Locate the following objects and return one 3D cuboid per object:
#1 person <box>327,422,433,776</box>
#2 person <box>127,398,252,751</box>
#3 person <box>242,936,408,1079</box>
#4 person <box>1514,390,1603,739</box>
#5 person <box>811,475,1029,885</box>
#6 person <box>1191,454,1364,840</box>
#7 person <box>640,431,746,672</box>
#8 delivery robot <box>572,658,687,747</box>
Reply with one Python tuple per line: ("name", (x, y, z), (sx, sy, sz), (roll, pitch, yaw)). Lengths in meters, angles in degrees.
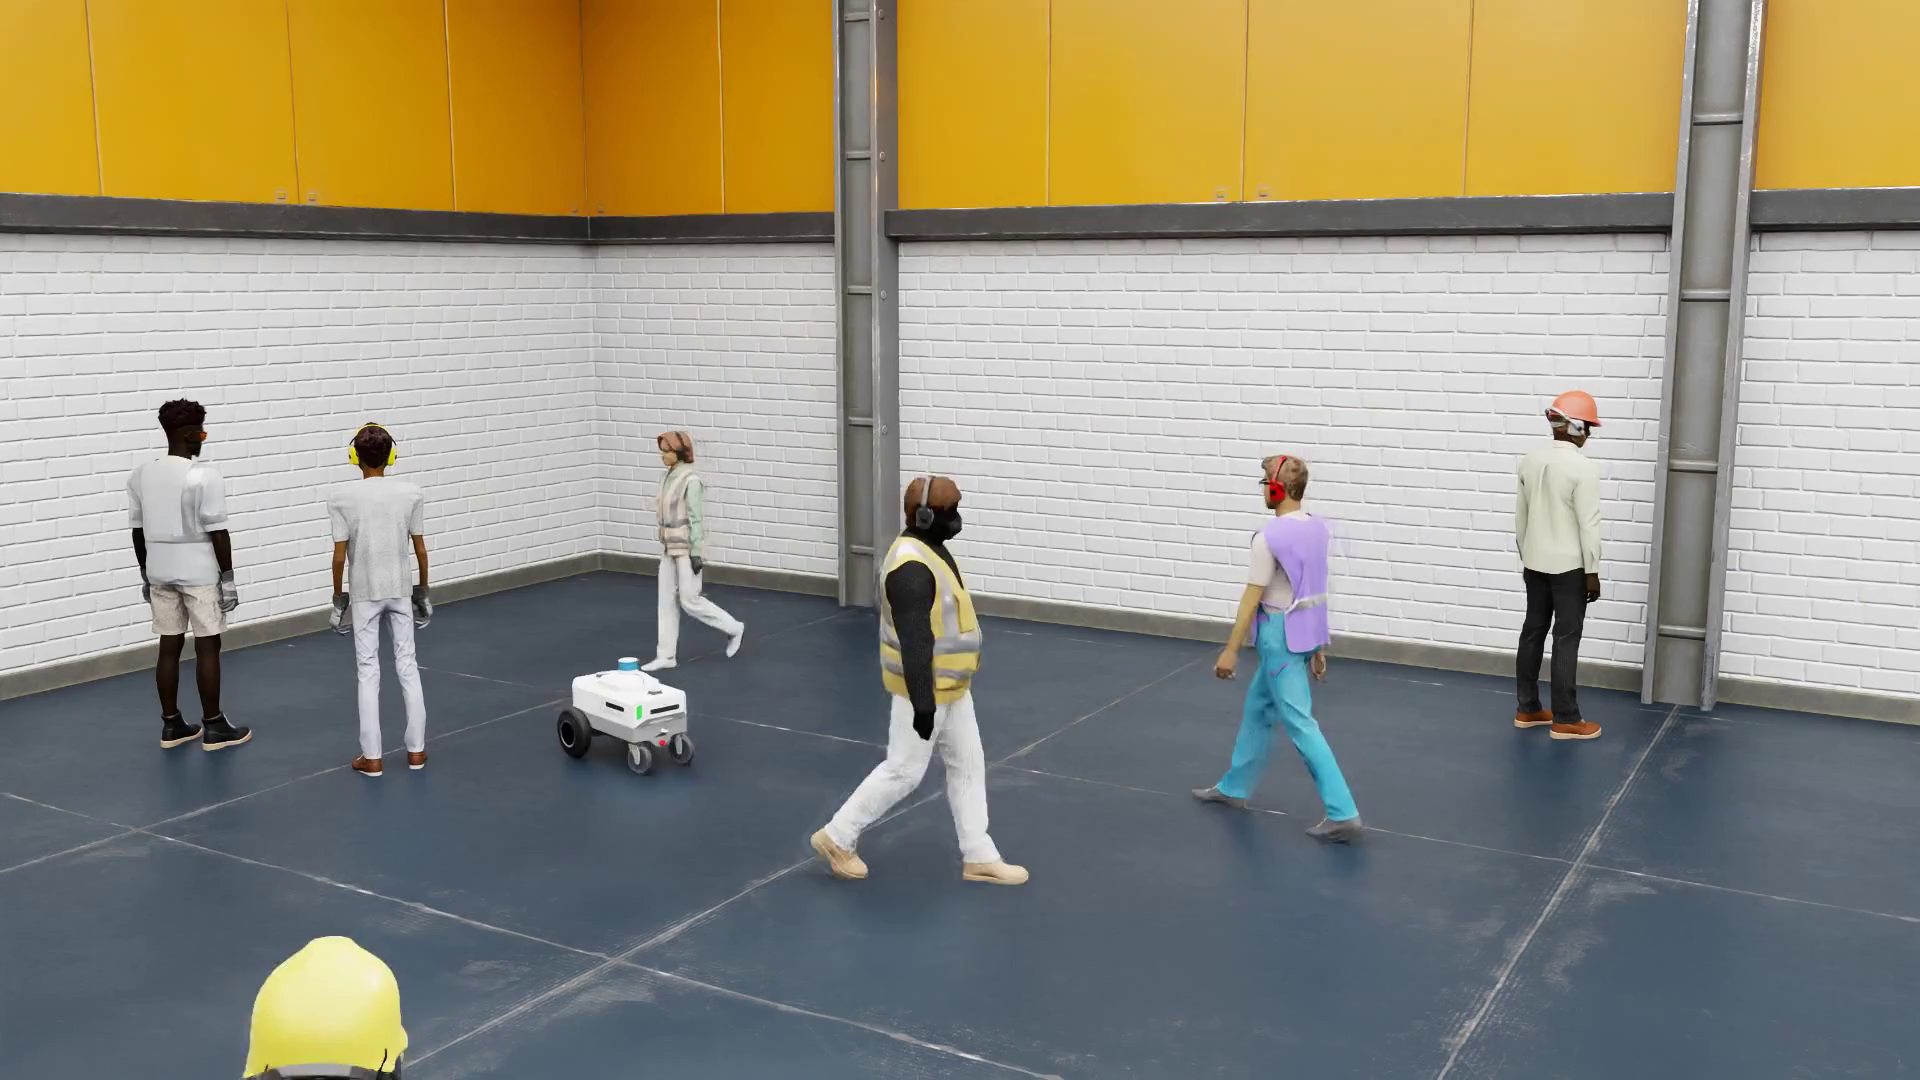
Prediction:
("person", (-3.068, 0.312, 8.807), (0.532, 1.871, 0.321), (-6, 11, -32))
("person", (-4.298, 0.191, 9.263), (0.613, 1.962, 0.365), (3, 9, 15))
("person", (-0.866, 1.401, 2.369), (0.556, 1.746, 0.580), (-2, 9, -10))
("person", (3.446, 0.138, 9.532), (0.394, 1.985, 0.611), (-4, 10, -23))
("person", (-0.193, 0.613, 7.141), (0.900, 1.808, 0.634), (2, 9, 11))
("person", (1.546, 0.492, 7.902), (0.961, 1.805, 0.567), (6, 11, 34))
("person", (-1.801, 0.068, 11.109), (0.653, 1.618, 0.527), (-6, 11, -34))
("delivery robot", (-1.798, 0.884, 9.038), (0.477, 0.478, 0.707), (-9, 12, -43))
